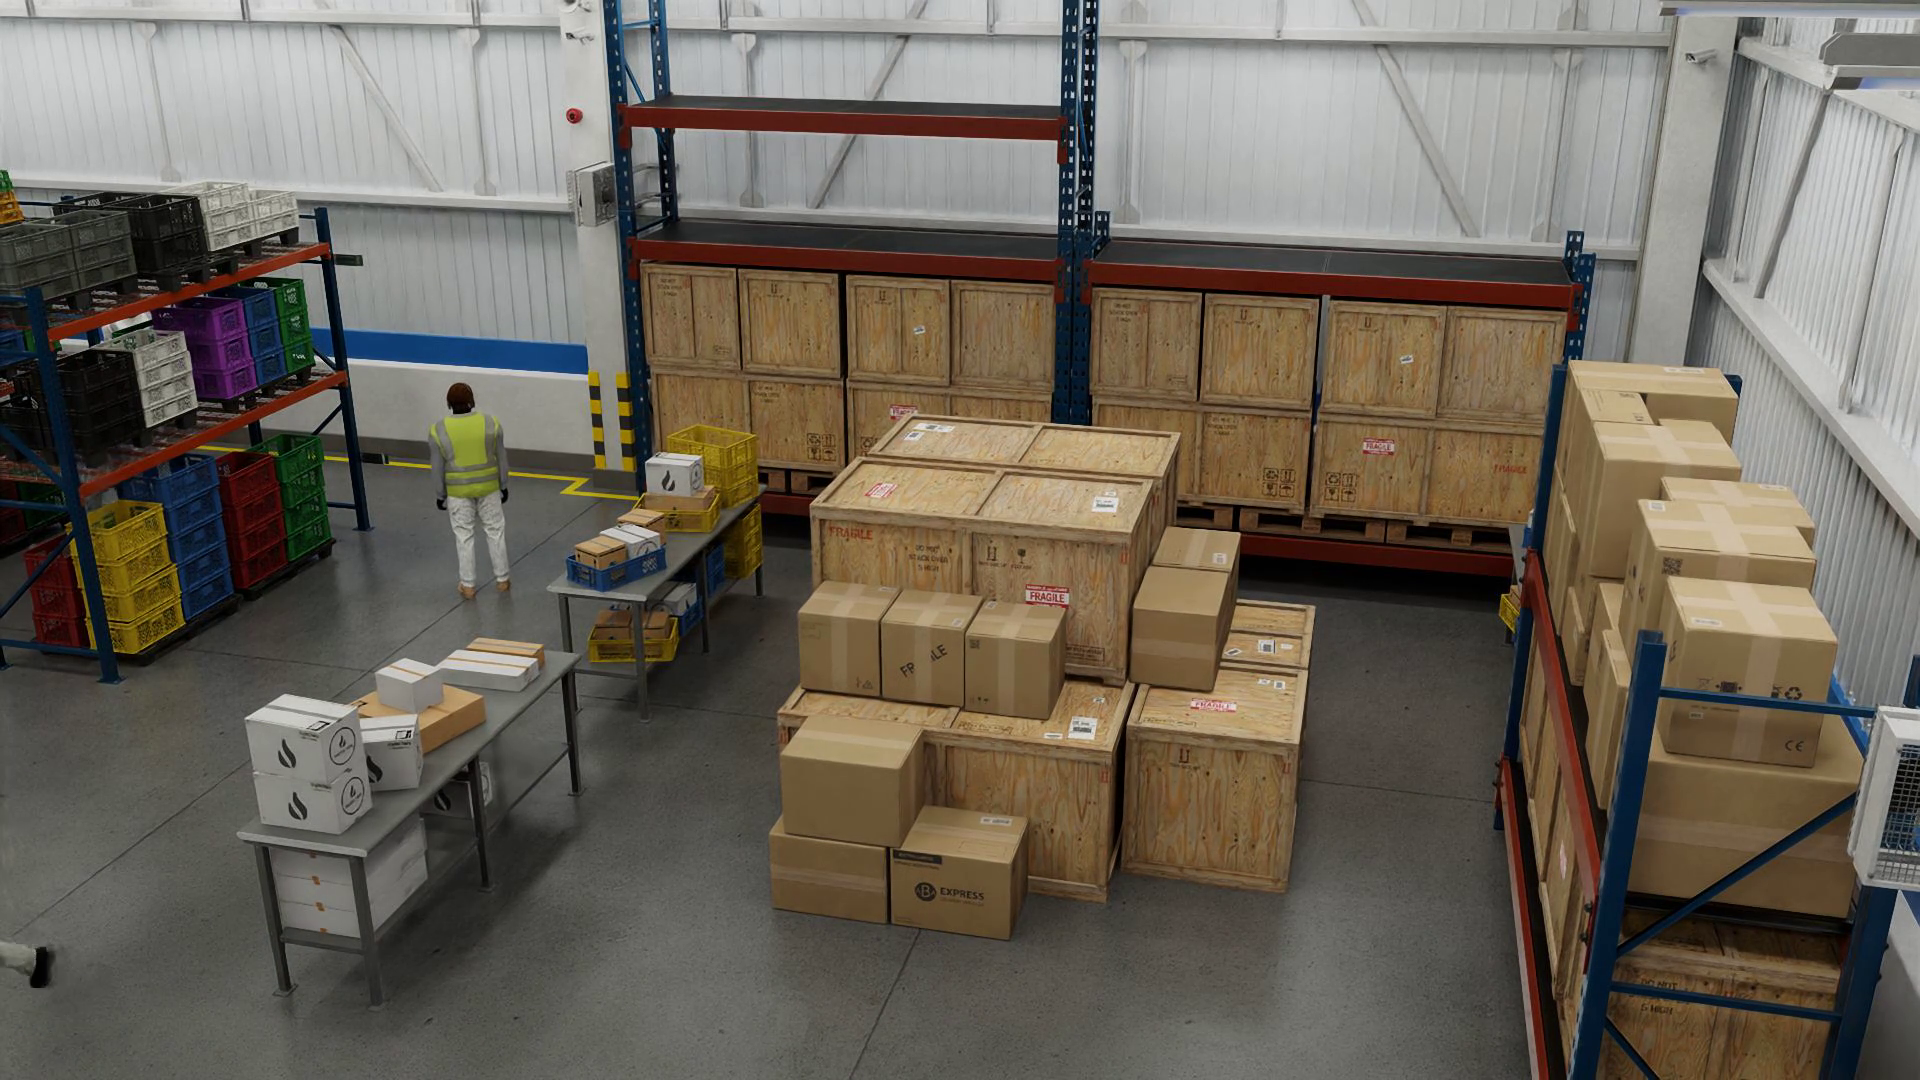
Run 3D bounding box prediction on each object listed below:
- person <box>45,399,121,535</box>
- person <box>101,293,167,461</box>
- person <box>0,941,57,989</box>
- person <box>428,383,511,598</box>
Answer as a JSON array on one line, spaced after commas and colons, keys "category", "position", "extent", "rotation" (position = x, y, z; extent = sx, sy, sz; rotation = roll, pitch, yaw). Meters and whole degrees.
[{"category": "person", "position": [-7.526, -0.666, 14.475], "extent": [0.661, 1.910, 0.753], "rotation": [11, 23, 26]}, {"category": "person", "position": [-8.493, -1.705, 17.222], "extent": [0.355, 1.887, 0.574], "rotation": [19, 28, 40]}, {"category": "person", "position": [-5.197, 1.680, 8.488], "extent": [0.714, 1.801, 0.621], "rotation": [-18, 27, -39]}, {"category": "person", "position": [-4.088, -0.421, 13.934], "extent": [0.619, 1.839, 0.430], "rotation": [-9, 23, -22]}]
